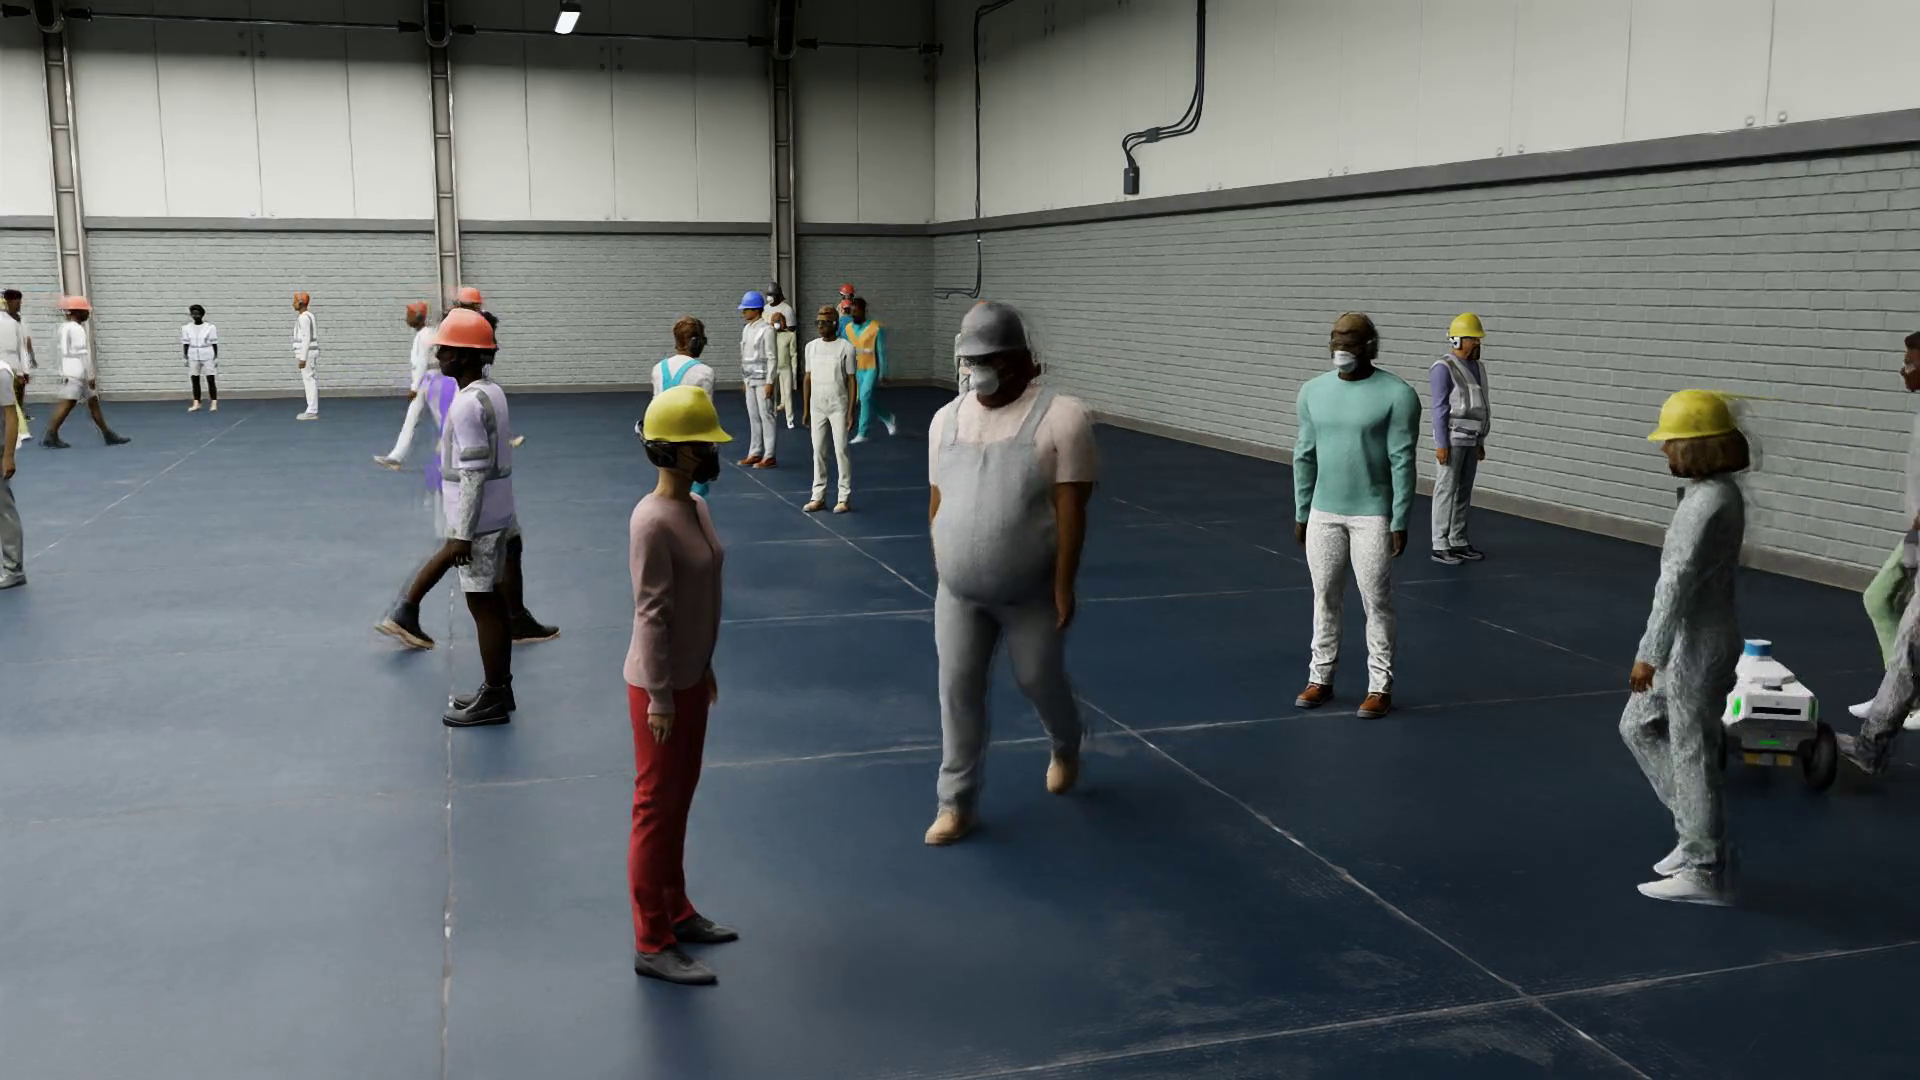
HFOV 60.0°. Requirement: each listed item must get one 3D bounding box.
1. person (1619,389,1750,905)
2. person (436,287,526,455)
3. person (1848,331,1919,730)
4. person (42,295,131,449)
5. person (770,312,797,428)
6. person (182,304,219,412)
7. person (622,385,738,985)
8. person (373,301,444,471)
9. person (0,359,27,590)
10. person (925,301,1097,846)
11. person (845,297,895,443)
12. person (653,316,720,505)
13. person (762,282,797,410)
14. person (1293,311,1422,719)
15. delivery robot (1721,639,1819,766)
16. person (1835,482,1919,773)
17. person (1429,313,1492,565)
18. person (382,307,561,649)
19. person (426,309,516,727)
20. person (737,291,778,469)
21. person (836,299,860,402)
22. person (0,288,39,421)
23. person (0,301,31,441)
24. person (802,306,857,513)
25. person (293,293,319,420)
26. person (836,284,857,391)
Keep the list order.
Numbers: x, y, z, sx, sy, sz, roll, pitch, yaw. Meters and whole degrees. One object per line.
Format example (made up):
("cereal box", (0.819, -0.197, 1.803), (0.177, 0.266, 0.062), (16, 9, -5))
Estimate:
("person", (2.399, 0.359, 5.509), (0.411, 1.719, 0.479), (4, 10, 24))
("person", (-5.762, -1.998, 19.752), (1.063, 1.978, 0.623), (-5, 10, -30))
("person", (4.361, -0.033, 7.626), (0.607, 1.846, 0.574), (4, 10, 27))
("person", (-10.907, -2.076, 20.563), (1.008, 1.887, 0.567), (-7, 11, -37))
("person", (-2.515, -2.360, 23.192), (0.499, 1.627, 0.279), (0, 9, -1))
("person", (-11.925, -2.850, 26.127), (0.537, 1.689, 0.320), (-1, 9, -6))
("person", (-0.830, 0.421, 4.997), (0.331, 1.768, 0.526), (1, 9, 6))
("person", (-5.816, -1.632, 17.874), (0.986, 1.832, 0.599), (-5, 10, -27))
("person", (-6.545, -0.587, 11.178), (0.572, 1.840, 0.373), (4, 10, 23))
("person", (0.188, 0.078, 6.308), (0.688, 2.000, 0.853), (4, 10, 22))
("person", (-1.133, -2.189, 21.360), (0.606, 1.873, 0.820), (7, 12, 40))
("person", (-1.837, -0.581, 11.182), (0.520, 1.835, 0.339), (5, 10, 30))
("person", (-2.973, -3.087, 26.505), (0.683, 2.000, 0.538), (5, 10, 29))
("person", (1.874, -0.118, 7.935), (0.625, 1.931, 0.378), (7, 11, 38))
("delivery robot", (3.347, 0.662, 7.010), (0.477, 0.478, 0.707), (2, 9, 12))
("person", (3.951, 0.192, 6.652), (0.486, 1.697, 0.900), (-1, 9, -6))
("person", (3.684, -0.745, 12.220), (0.591, 1.833, 0.403), (-8, 12, -43))
("person", (-2.784, -0.336, 9.314), (0.943, 1.934, 0.610), (-6, 11, -32))
("person", (-2.270, -0.101, 7.768), (0.352, 1.942, 0.546), (-1, 9, -5))
("person", (-2.214, -1.748, 18.262), (0.402, 1.944, 0.605), (-6, 11, -36))
("person", (-1.897, -3.187, 28.051), (0.573, 1.748, 0.342), (-4, 10, -23))
("person", (-13.799, -2.692, 24.274), (0.425, 1.945, 0.629), (0, 9, 2))
("person", (-12.420, -2.217, 21.503), (1.023, 1.863, 0.588), (4, 10, 22))
("person", (-1.167, -1.157, 14.807), (0.514, 1.845, 0.337), (3, 9, 20))
("person", (-9.730, -2.729, 24.723), (0.355, 1.882, 0.575), (-3, 9, -16))
("person", (-2.049, -3.637, 30.156), (0.376, 1.995, 0.609), (-4, 10, -26))
